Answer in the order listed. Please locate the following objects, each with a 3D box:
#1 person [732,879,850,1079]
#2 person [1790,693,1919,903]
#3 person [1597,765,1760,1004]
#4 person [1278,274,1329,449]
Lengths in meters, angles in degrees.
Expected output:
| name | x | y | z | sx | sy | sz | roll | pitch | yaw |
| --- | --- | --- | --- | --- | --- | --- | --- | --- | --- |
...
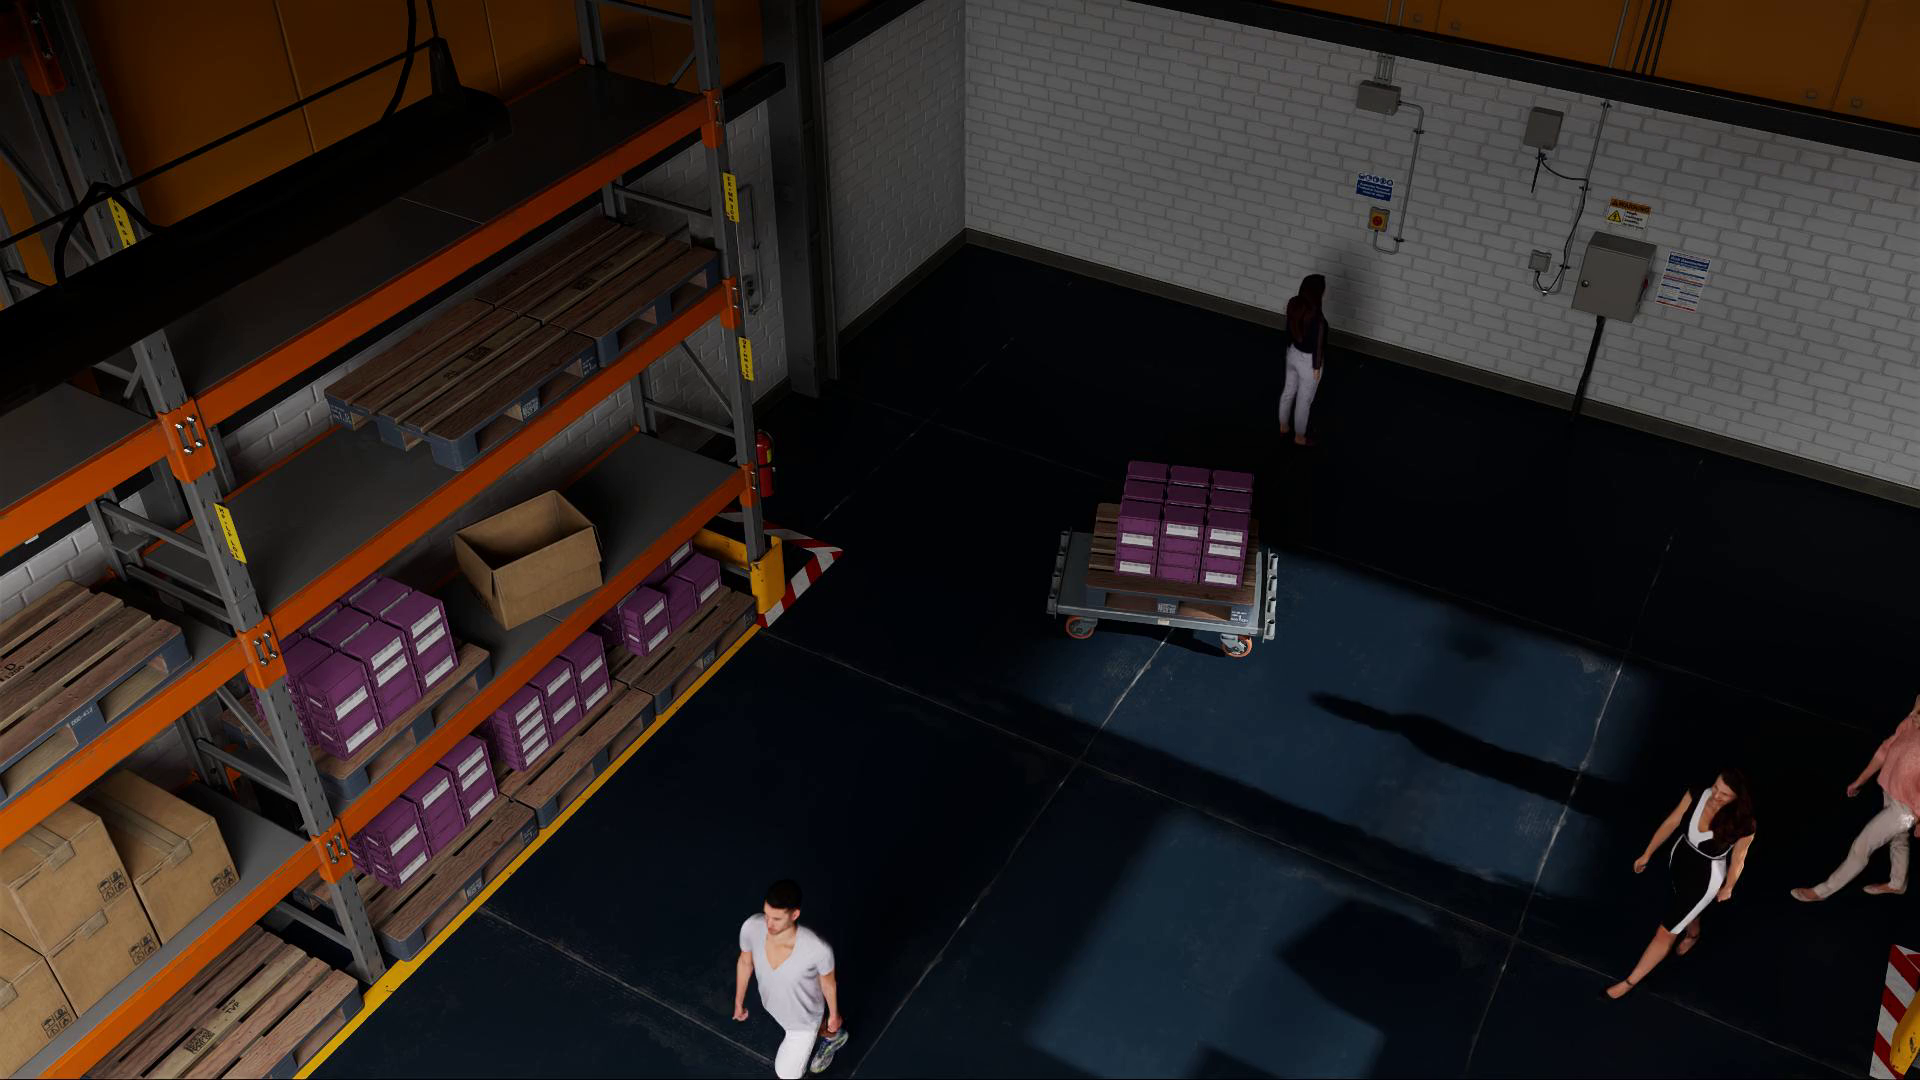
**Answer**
| name | x | y | z | sx | sy | sz | roll | pitch | yaw |
| --- | --- | --- | --- | --- | --- | --- | --- | --- | --- |
| person | -0.838 | 2.394 | 8.816 | 0.690 | 1.805 | 1.213 | 19 | 43 | 23 |
| person | 5.736 | 1.558 | 9.957 | 0.954 | 1.688 | 1.033 | 0 | 39 | 0 |
| person | 4.240 | 1.885 | 9.493 | 1.196 | 1.755 | 1.006 | -17 | 42 | -21 |
| person | 2.880 | -1.498 | 13.848 | 0.705 | 1.608 | 0.684 | -18 | 42 | -21 |
